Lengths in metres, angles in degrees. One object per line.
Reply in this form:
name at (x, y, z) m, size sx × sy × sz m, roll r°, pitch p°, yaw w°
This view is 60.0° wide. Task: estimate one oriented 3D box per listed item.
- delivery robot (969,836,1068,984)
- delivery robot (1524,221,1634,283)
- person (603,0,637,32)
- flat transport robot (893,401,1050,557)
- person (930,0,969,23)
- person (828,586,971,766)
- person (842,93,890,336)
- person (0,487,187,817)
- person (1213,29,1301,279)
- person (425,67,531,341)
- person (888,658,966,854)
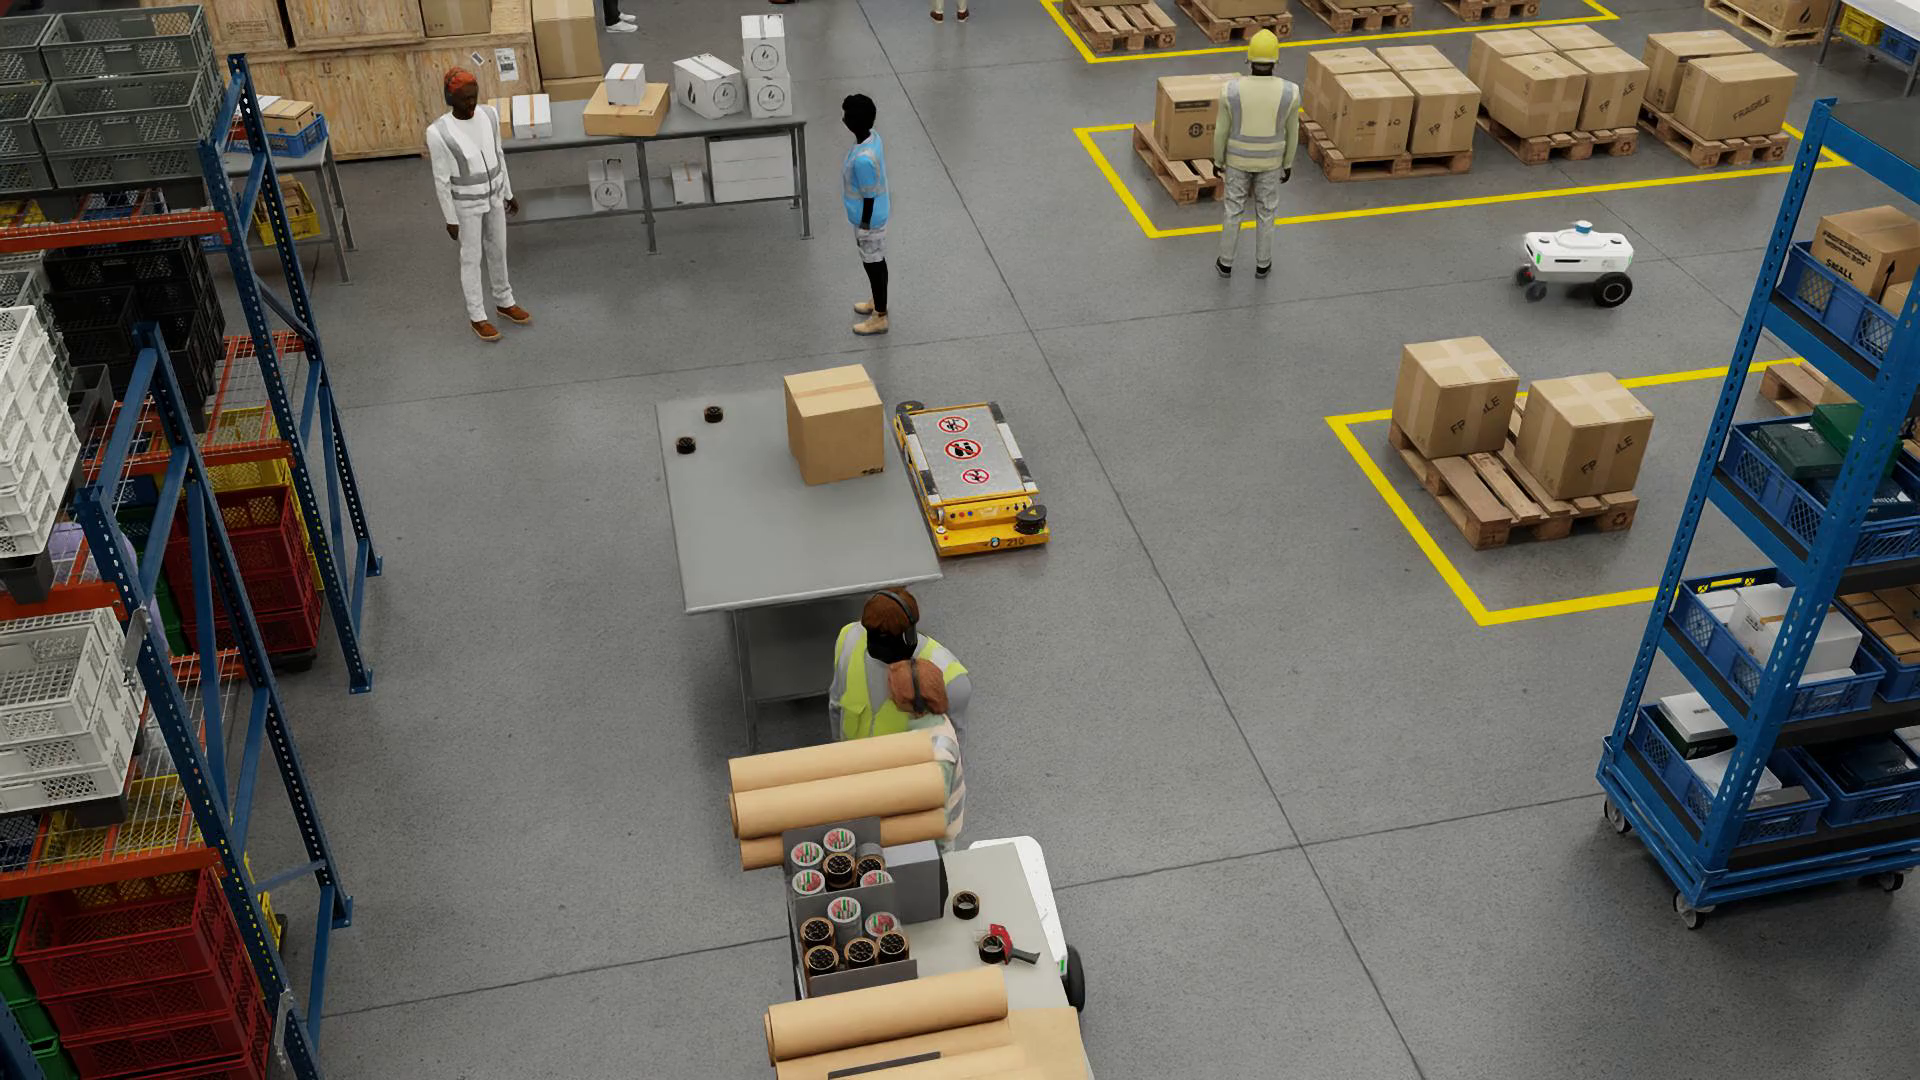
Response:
delivery robot at (0.232, 1.591, 7.081) m, size 0.477 × 0.478 × 0.707 m, roll -5°, pitch 37°, yaw -7°
delivery robot at (4.444, -2.061, 11.985) m, size 0.707 × 0.478 × 0.477 m, roll 0°, pitch 37°, yaw 0°
person at (-3.413, -5.903, 16.105) m, size 0.389 × 1.911 × 0.591 m, roll -9°, pitch 38°, yaw -12°
flat transport robot at (0.046, -0.430, 10.108) m, size 0.652 × 0.197 × 1.431 m, roll -8°, pitch 37°, yaw -10°
person at (-0.129, -6.030, 16.307) m, size 0.541 × 1.870 × 0.325 m, roll -3°, pitch 37°, yaw -4°
person at (-0.275, 0.950, 6.949) m, size 0.625 × 1.844 × 0.429 m, roll 16°, pitch 40°, yaw 21°
person at (-0.634, -2.213, 11.315) m, size 0.317 × 1.698 × 0.540 m, roll 1°, pitch 37°, yaw 1°
person at (-3.886, 0.478, 7.508) m, size 0.633 × 1.932 × 0.369 m, roll -1°, pitch 37°, yaw -2°
person at (2.105, -2.745, 11.918) m, size 0.587 × 1.837 × 0.403 m, roll 4°, pitch 37°, yaw 5°
person at (-3.254, -2.274, 11.246) m, size 0.337 × 1.881 × 0.585 m, roll 23°, pitch 42°, yaw 28°
person at (-0.136, 1.133, 6.876) m, size 0.314 × 1.631 × 0.534 m, roll -9°, pitch 38°, yaw -11°
